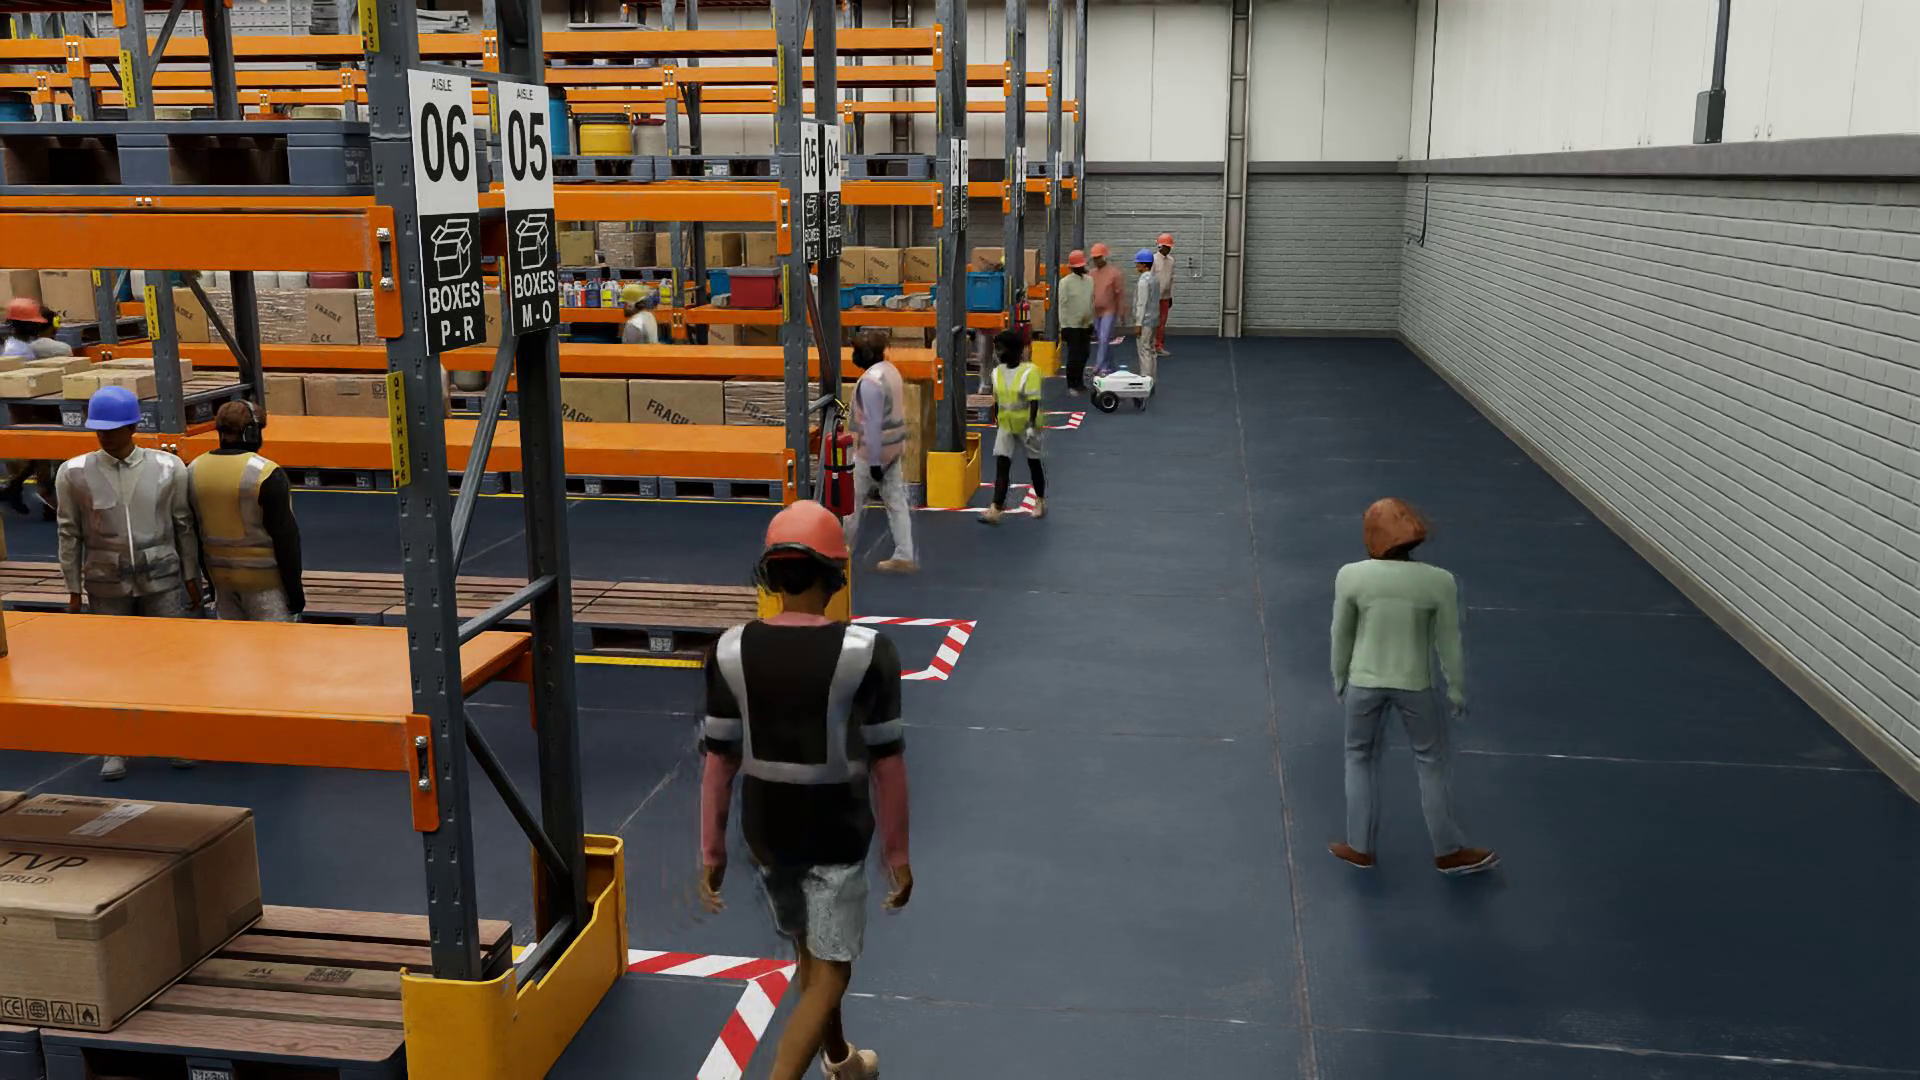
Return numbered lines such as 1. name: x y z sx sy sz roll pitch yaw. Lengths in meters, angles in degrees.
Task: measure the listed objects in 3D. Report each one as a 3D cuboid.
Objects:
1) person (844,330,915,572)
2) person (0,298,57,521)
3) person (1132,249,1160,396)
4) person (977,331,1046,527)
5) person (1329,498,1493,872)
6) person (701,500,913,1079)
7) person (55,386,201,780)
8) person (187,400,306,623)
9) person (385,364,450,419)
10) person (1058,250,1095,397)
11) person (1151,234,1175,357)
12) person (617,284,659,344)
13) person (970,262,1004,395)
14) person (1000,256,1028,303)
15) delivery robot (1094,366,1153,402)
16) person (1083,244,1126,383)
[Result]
1. person: -0.732 -0.647 12.329 0.881 1.804 0.630 4 13 18
2. person: -7.888 -1.080 14.057 0.563 1.915 0.595 -6 14 -26
3. person: 2.470 -2.894 22.167 0.403 1.945 0.613 5 13 21
4. person: 0.465 -0.941 14.038 0.547 1.627 0.902 8 15 31
5. person: 1.924 0.623 7.041 0.727 1.611 0.297 4 13 16
6. person: -0.481 0.901 4.920 0.646 1.998 0.923 4 13 17
7. person: -4.058 0.205 8.164 0.610 1.942 0.401 -7 14 -28
8. person: -3.560 0.207 8.402 0.624 1.840 0.429 4 13 19
9. person: -4.141 -0.746 12.774 0.548 1.815 0.503 9 15 34
10. person: 1.553 -2.866 22.034 0.724 1.947 0.538 -11 17 -42
11. person: 3.241 -3.927 26.763 0.598 1.977 0.434 -10 16 -38
12. person: -3.351 -1.737 17.218 0.472 1.813 0.625 3 13 11
13. person: 0.439 -2.682 21.534 0.698 1.809 0.432 7 14 30
14. person: 0.655 -2.985 22.822 0.601 1.829 0.404 -10 16 -38
15. delivery robot: 2.041 -1.933 20.769 0.707 0.478 0.477 -1 13 -6
16. person: 1.971 -3.198 23.544 0.625 1.932 1.023 9 16 37
